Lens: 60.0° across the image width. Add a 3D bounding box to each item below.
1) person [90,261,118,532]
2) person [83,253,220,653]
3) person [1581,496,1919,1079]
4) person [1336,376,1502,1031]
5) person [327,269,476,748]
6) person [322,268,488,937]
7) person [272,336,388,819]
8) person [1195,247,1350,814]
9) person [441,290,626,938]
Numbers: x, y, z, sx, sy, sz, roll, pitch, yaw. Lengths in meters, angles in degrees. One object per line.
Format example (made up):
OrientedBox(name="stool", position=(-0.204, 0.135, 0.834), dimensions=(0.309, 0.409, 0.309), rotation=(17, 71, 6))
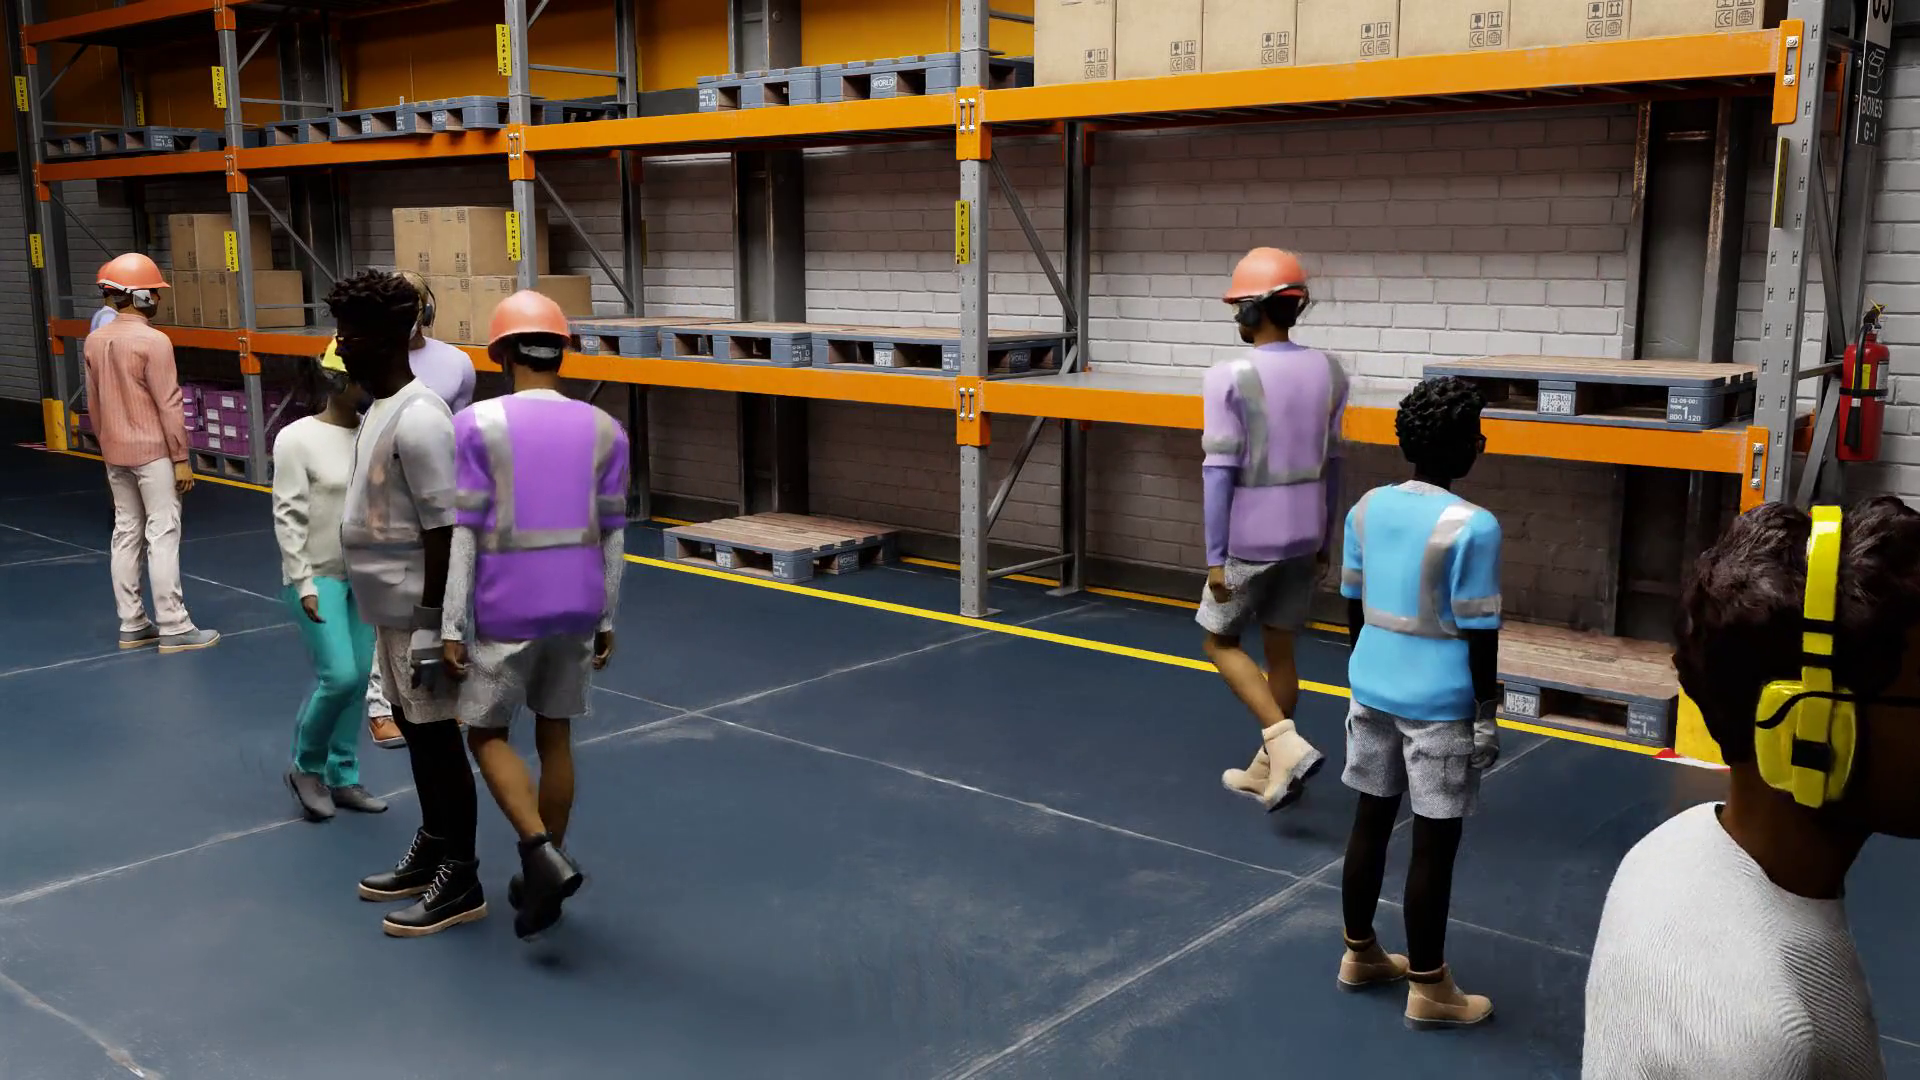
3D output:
OrientedBox(name="person", position=(-5.898, -0.994, 11.744), dimensions=(0.378, 1.932, 0.551), rotation=(-6, 12, -31))
OrientedBox(name="person", position=(-4.082, -0.428, 8.345), dimensions=(0.611, 1.996, 0.378), rotation=(5, 11, 26))
OrientedBox(name="person", position=(0.639, 0.853, 1.525), dimensions=(0.932, 1.838, 0.522), rotation=(4, 11, 20))
OrientedBox(name="person", position=(1.211, 0.420, 4.365), dimensions=(0.318, 1.695, 0.540), rotation=(-5, 11, -26))
OrientedBox(name="person", position=(-2.257, -0.135, 6.848), dimensions=(0.629, 1.937, 0.379), rotation=(-9, 13, -42))
OrientedBox(name="person", position=(-1.639, 0.185, 4.942), dimensions=(0.364, 1.962, 0.612), rotation=(-6, 11, -29))
OrientedBox(name="person", position=(-2.155, 0.137, 5.840), dimensions=(0.435, 1.737, 0.550), rotation=(5, 11, 28))
OrientedBox(name="person", position=(1.125, -0.005, 5.863), dimensions=(0.621, 2.029, 0.597), rotation=(-5, 11, -26))
OrientedBox(name="person", position=(-1.239, 0.223, 4.911), dimensions=(0.603, 1.899, 0.628), rotation=(-7, 12, -36))
